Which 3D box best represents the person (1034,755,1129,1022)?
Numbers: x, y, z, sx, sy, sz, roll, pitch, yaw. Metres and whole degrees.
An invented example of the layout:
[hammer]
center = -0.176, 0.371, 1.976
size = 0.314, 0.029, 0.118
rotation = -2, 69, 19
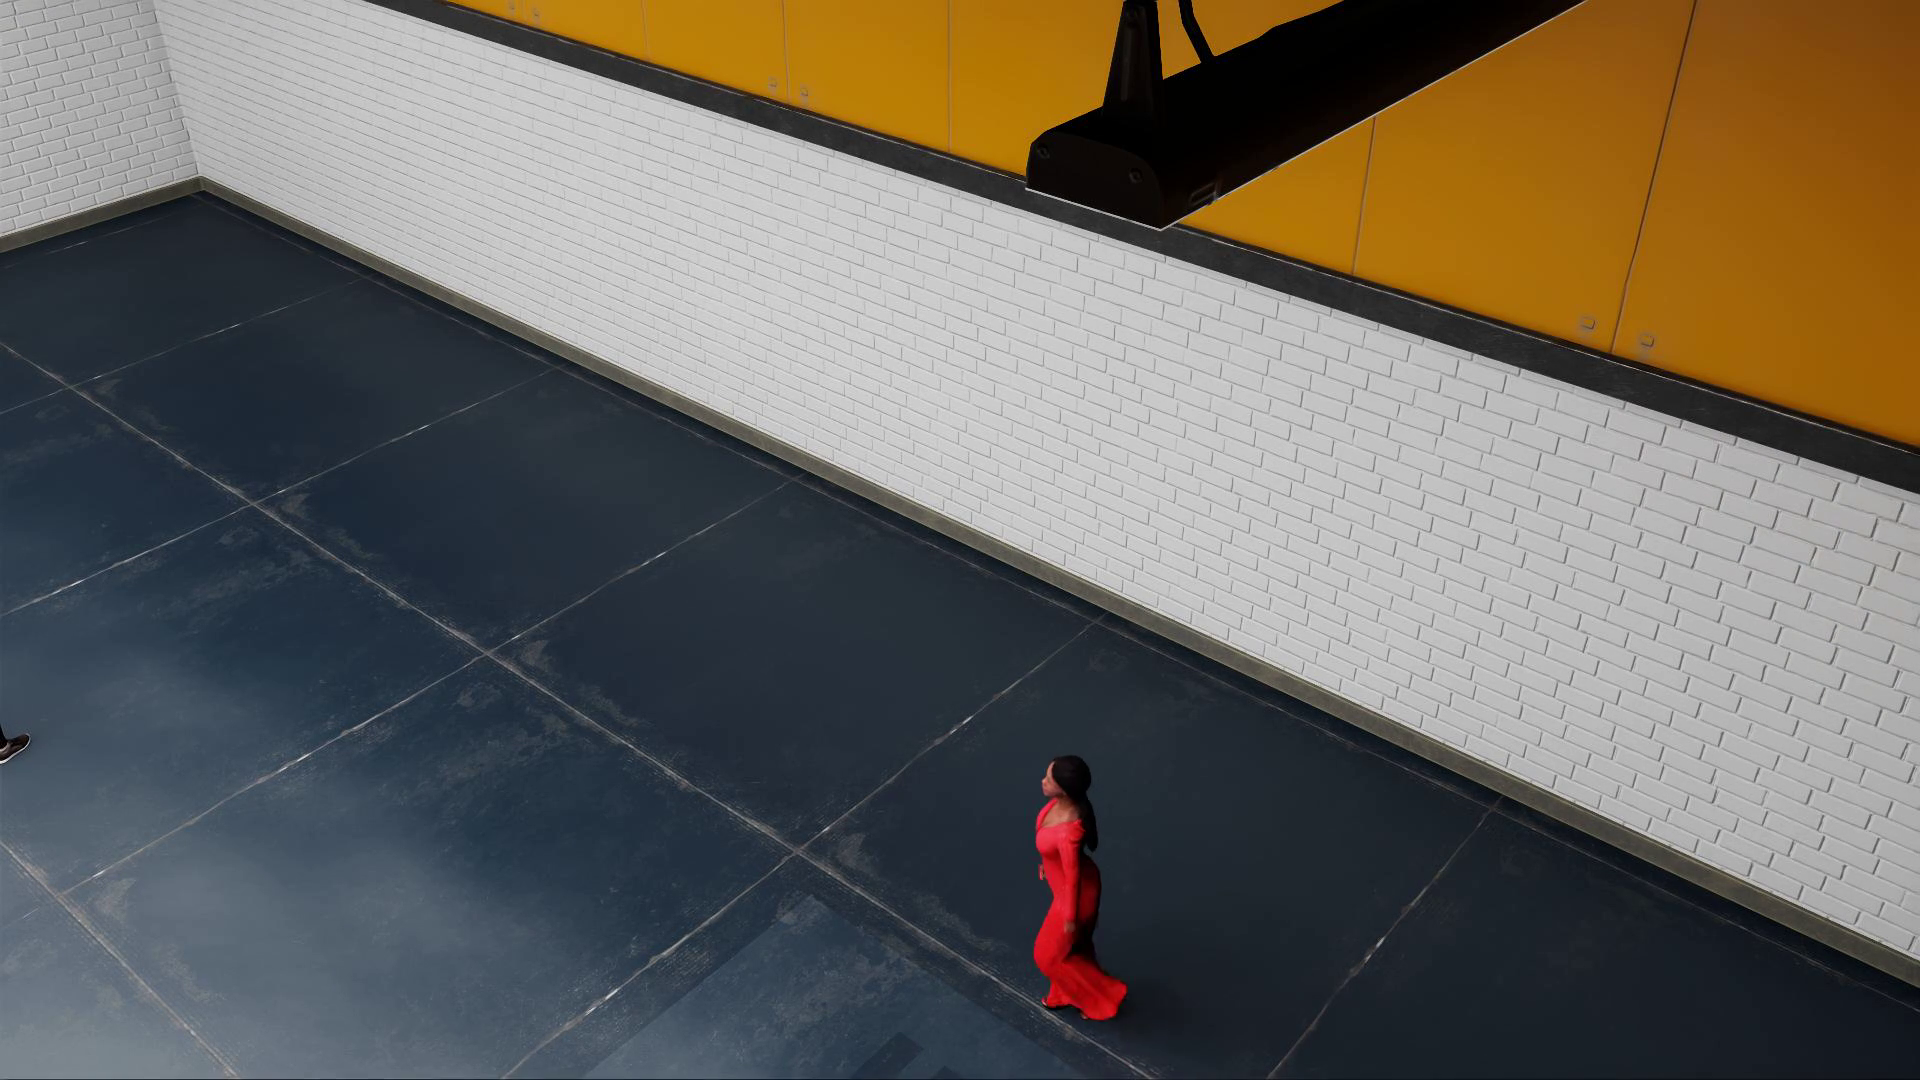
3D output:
[person]
center = 0.643, 1.791, 8.368
size = 0.872, 1.772, 0.821
rotation = 2, 34, 3
